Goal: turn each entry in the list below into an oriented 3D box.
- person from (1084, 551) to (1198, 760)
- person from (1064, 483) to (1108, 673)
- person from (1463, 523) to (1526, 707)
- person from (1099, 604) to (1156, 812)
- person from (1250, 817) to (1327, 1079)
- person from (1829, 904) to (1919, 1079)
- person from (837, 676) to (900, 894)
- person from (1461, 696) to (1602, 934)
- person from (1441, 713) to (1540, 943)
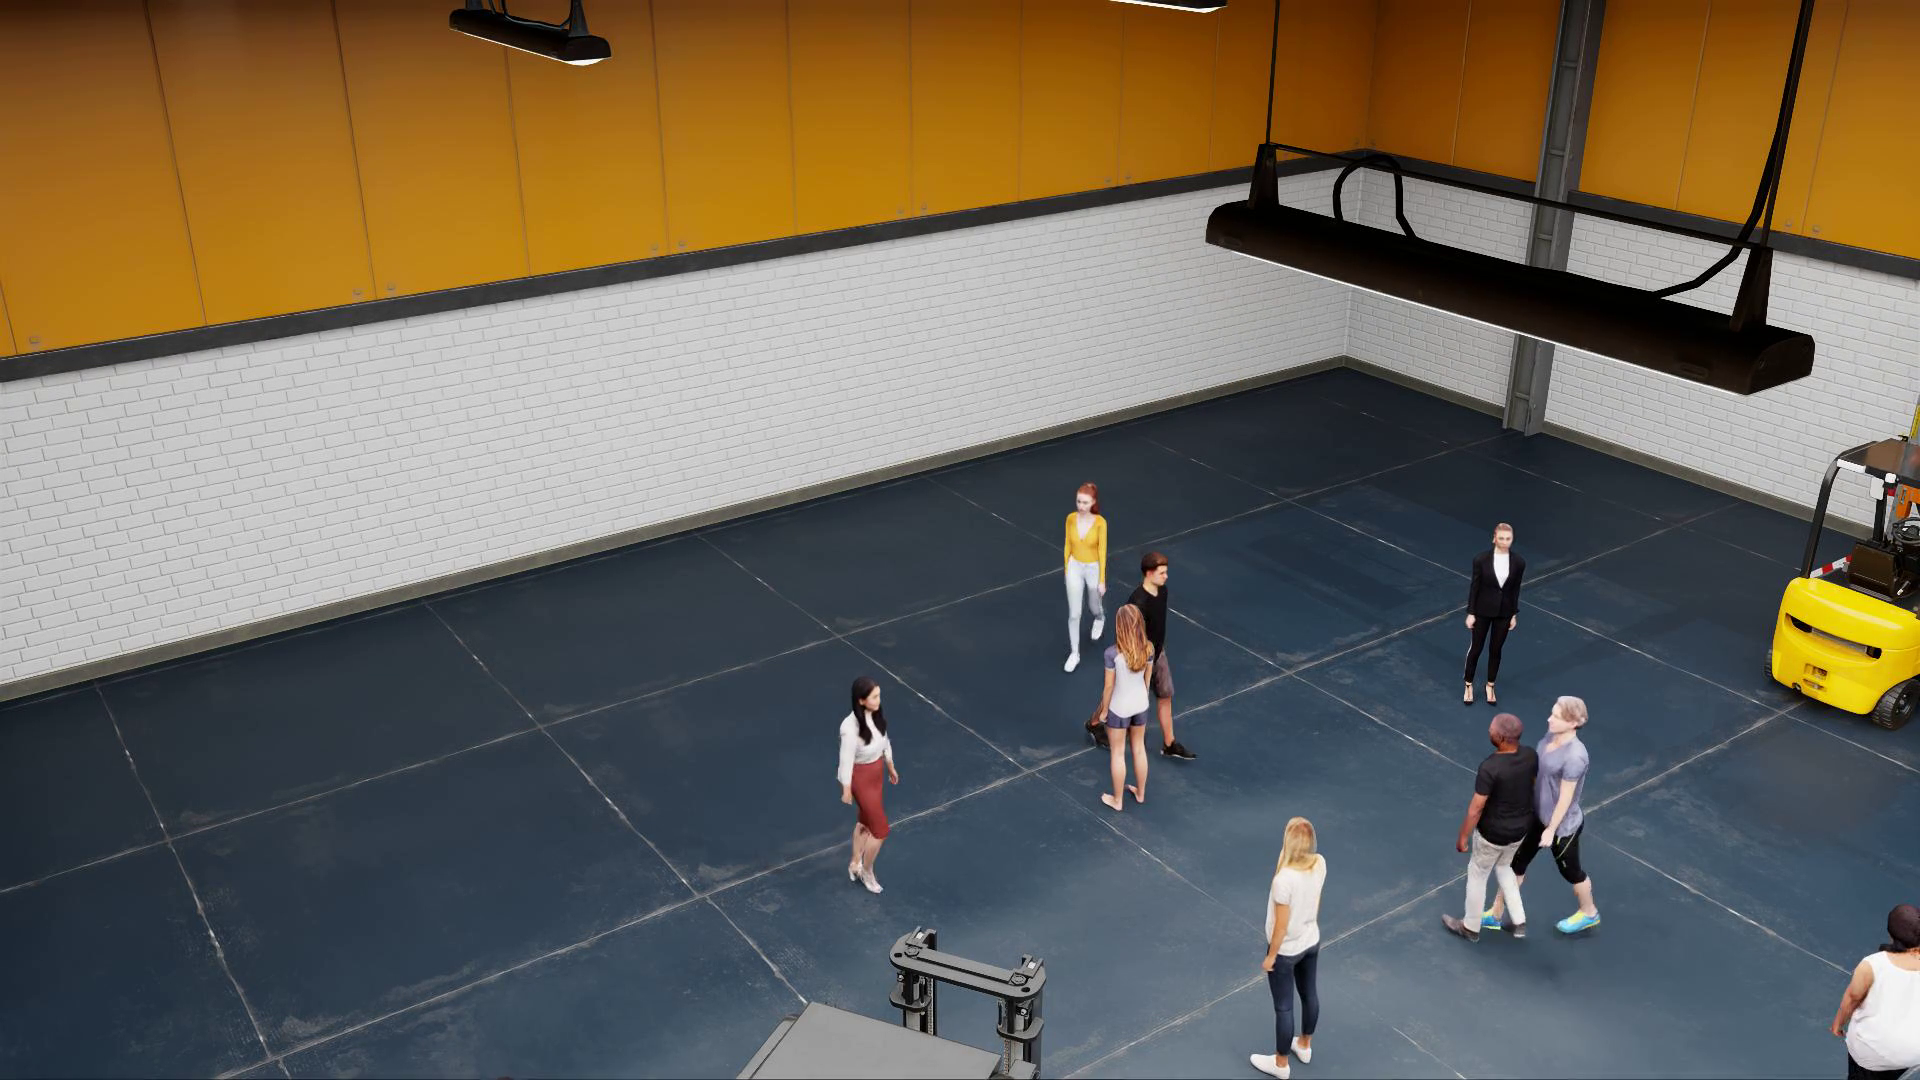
[{"bbox_3d":[1.413,0.930,13.613,1.312,1.823,0.968,16,28,32],"label":"person"},{"bbox_3d":[1.183,0.294,15.188,1.075,1.726,1.032,9,25,19],"label":"person"},{"bbox_3d":[4.612,0.644,14.412,0.703,1.707,0.737,1,24,3],"label":"person"},{"bbox_3d":[1.300,1.297,12.888,0.622,1.732,0.585,-11,26,-24],"label":"person"},{"bbox_3d":[2.040,2.471,10.105,0.601,1.808,0.522,-18,29,-35],"label":"person"},{"bbox_3d":[5.267,2.840,9.431,0.956,1.674,1.020,4,24,9],"label":"person"},{"bbox_3d":[-0.741,1.736,11.878,0.766,1.736,0.728,10,26,22],"label":"person"},{"bbox_3d":[4.127,1.924,11.315,1.050,1.842,1.234,-4,24,-9],"label":"person"},{"bbox_3d":[3.684,1.990,11.222,0.776,1.796,0.824,-11,26,-24],"label":"person"}]
